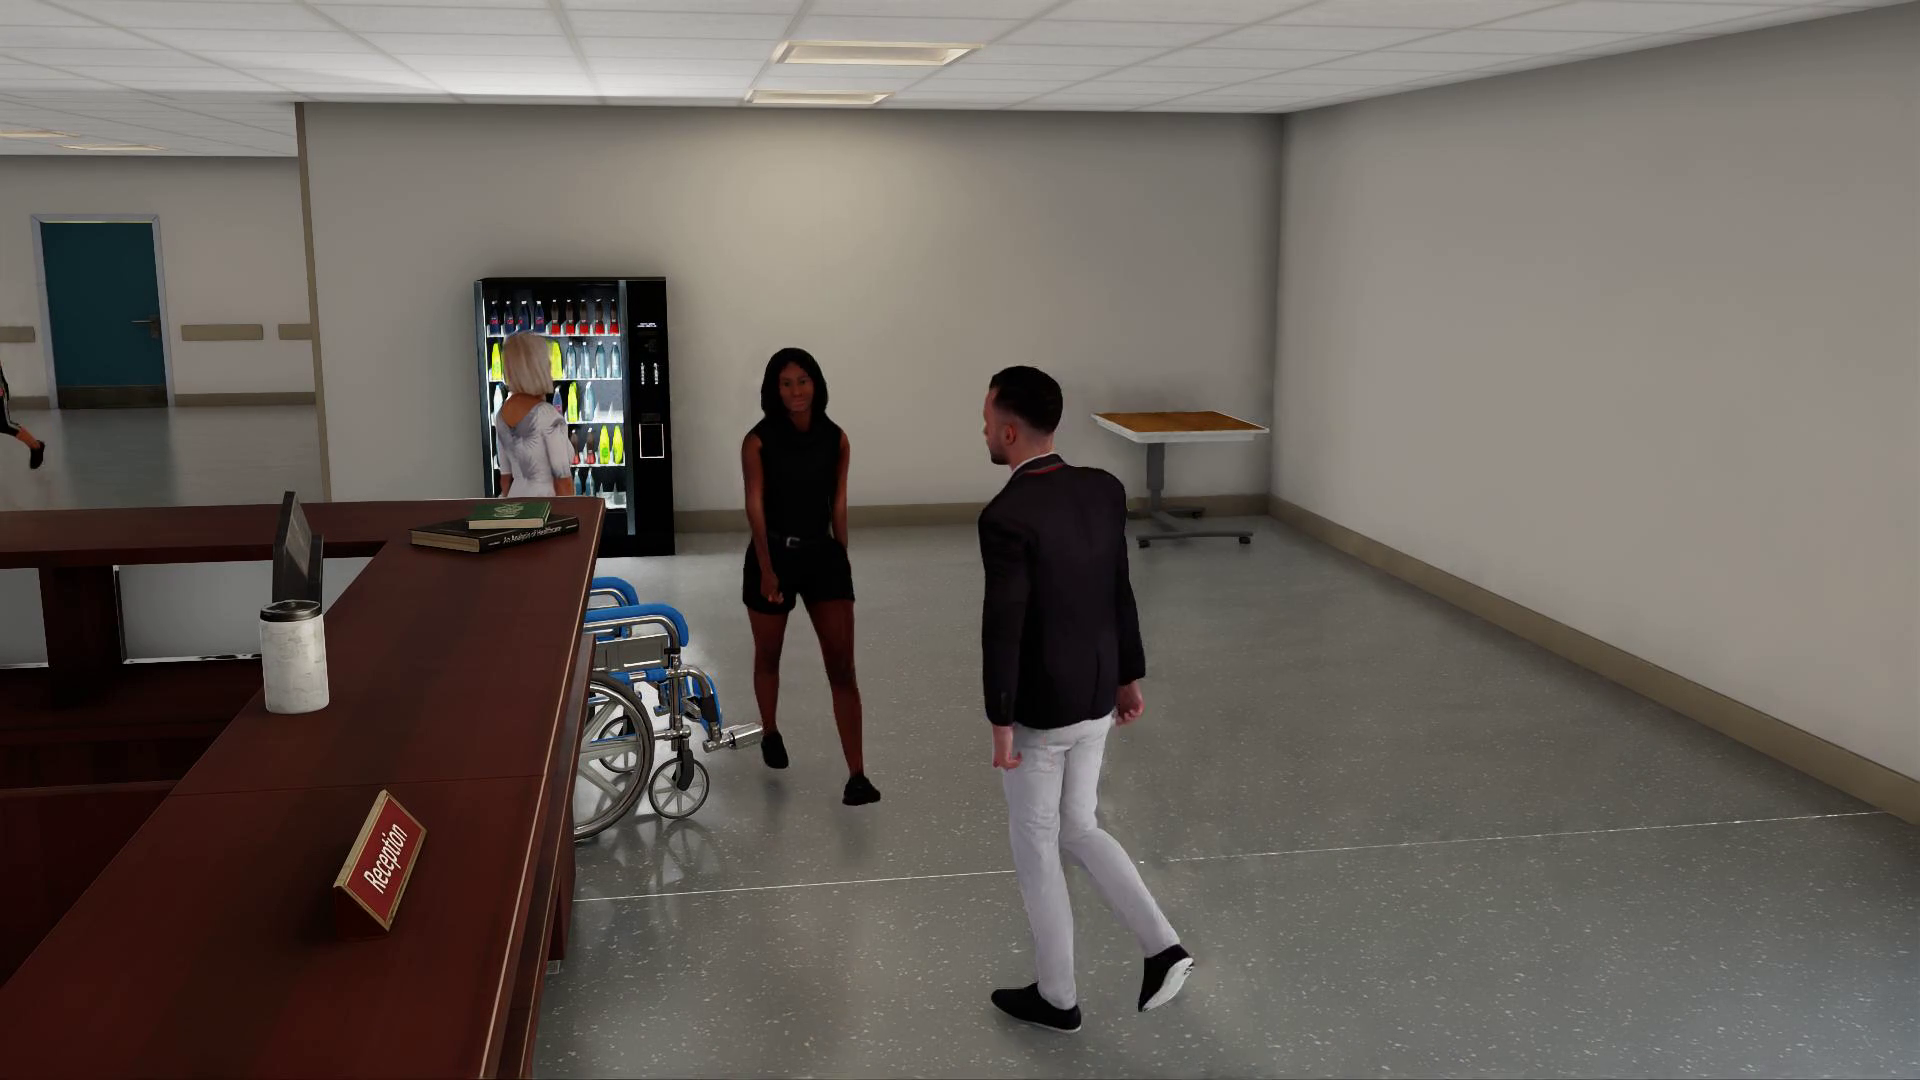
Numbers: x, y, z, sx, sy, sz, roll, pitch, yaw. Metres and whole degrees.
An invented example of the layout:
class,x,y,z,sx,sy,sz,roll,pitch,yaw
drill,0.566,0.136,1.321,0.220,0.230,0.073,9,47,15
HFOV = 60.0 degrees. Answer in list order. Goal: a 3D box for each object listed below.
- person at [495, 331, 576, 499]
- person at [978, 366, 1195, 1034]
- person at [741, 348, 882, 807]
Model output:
class,x,y,z,sx,sy,sz,roll,pitch,yaw
person,-1.815,-0.027,7.170,0.629,1.751,0.695,7,13,32
person,0.320,0.463,4.408,0.952,1.818,0.983,-9,14,-38
person,-0.669,0.160,6.391,1.218,1.676,0.847,-5,12,-23
